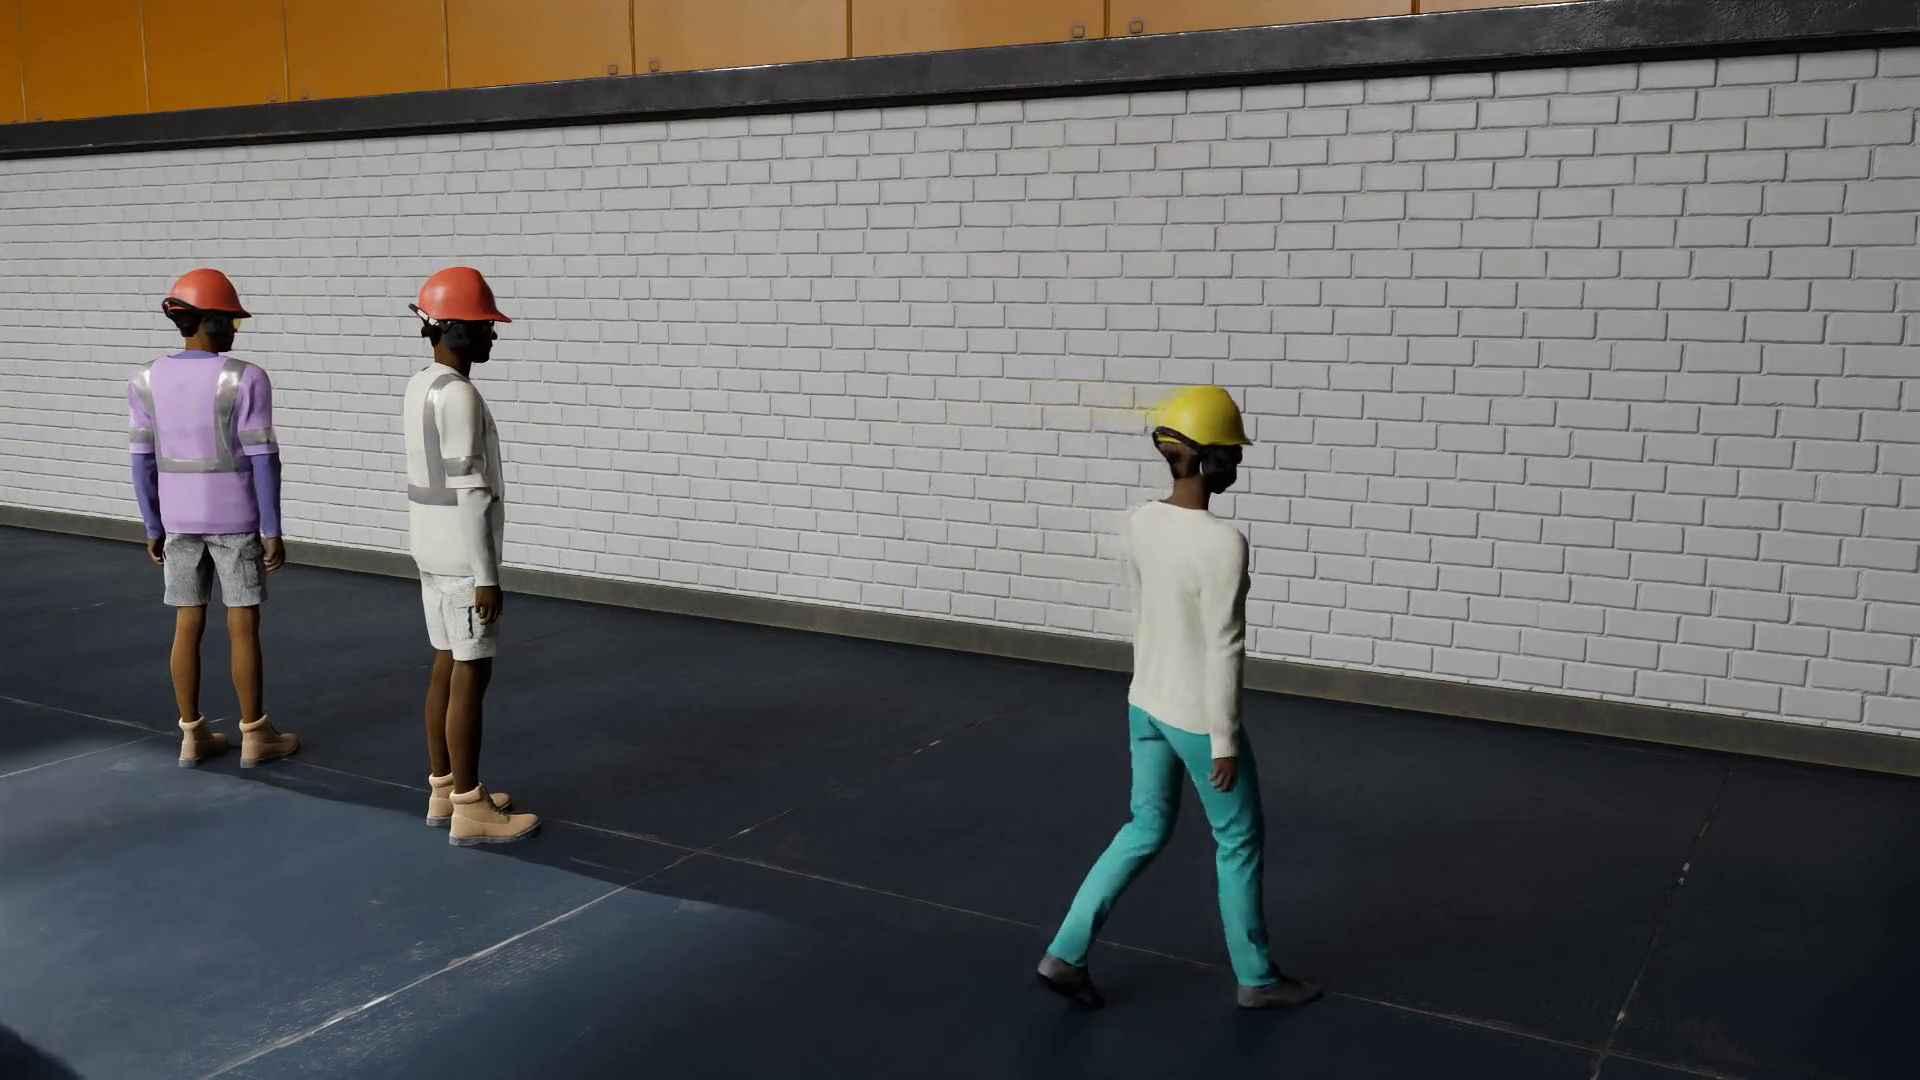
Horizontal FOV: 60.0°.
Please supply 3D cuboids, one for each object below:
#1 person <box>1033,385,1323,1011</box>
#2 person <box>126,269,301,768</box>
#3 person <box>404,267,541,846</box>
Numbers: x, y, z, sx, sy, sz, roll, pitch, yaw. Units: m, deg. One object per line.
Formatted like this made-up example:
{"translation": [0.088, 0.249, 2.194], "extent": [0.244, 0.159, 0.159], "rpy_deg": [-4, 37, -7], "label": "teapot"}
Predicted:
{"translation": [0.596, 0.450, 4.458], "extent": [0.790, 1.740, 0.538], "rpy_deg": [-4, 10, -24], "label": "person"}
{"translation": [-3.053, -0.081, 6.825], "extent": [0.610, 2.040, 0.394], "rpy_deg": [1, 9, 7], "label": "person"}
{"translation": [-1.757, 0.060, 5.939], "extent": [0.373, 2.042, 0.614], "rpy_deg": [-6, 11, -32], "label": "person"}
